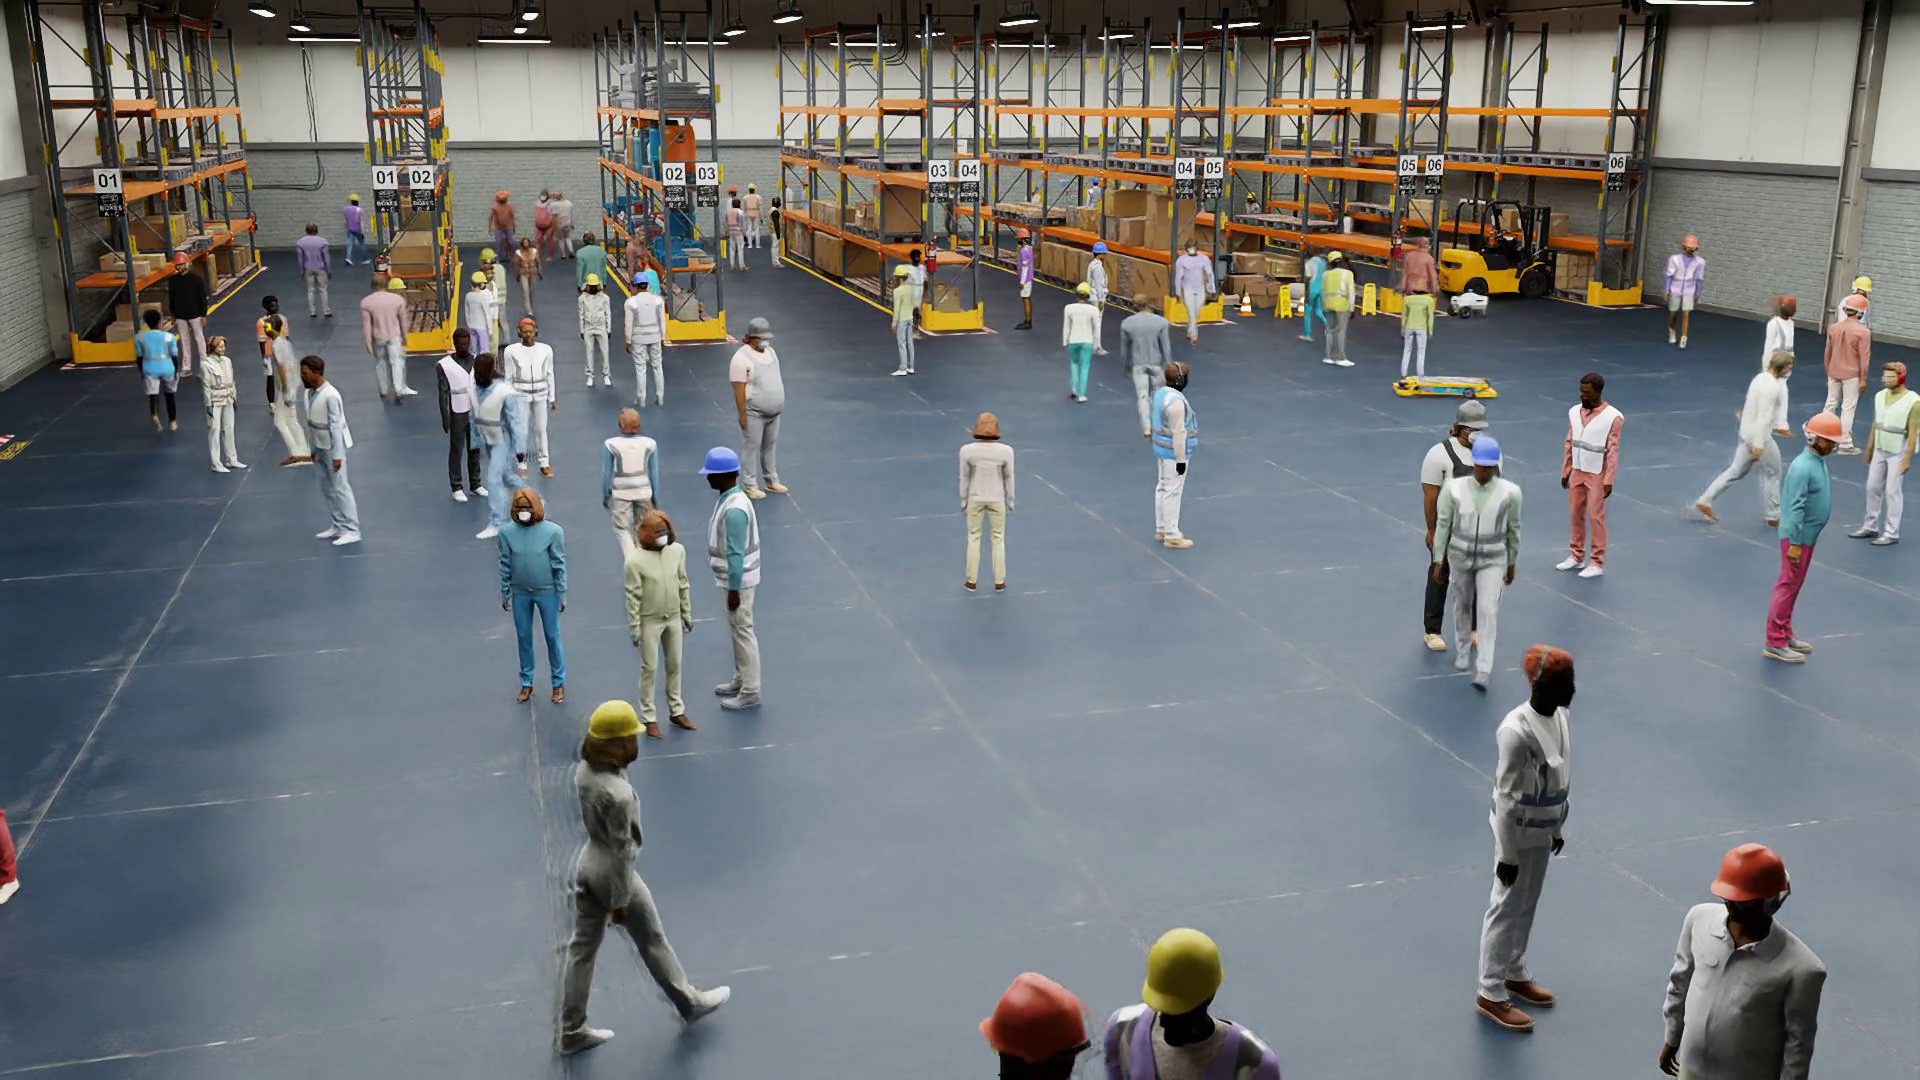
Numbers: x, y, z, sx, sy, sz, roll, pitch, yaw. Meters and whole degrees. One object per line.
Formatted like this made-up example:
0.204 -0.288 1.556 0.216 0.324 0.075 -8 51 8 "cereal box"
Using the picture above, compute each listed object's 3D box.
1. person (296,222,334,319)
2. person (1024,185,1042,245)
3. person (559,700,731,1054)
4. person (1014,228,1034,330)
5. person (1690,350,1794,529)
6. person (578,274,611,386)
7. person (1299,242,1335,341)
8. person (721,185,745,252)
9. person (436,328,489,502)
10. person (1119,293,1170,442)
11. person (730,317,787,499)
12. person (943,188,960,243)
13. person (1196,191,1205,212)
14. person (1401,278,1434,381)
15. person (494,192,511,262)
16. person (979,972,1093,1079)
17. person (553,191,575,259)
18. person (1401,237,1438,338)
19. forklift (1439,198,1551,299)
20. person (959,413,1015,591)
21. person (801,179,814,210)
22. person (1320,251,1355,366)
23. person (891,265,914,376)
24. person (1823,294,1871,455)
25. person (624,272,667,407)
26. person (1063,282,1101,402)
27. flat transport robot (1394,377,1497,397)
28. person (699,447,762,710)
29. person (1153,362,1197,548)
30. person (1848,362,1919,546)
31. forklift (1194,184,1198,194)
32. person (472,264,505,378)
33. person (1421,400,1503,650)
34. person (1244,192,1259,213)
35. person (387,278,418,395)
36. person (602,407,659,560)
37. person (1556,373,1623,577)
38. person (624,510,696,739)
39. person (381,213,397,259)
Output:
-13.007 -5.430 33.568 0.635 1.936 0.355 -2 15 -7 "person"
2.152 -9.539 49.052 0.627 1.924 0.687 8 17 28 "person"
-1.533 1.544 7.778 0.865 1.706 0.492 -12 19 -38 "person"
1.226 -5.018 32.015 0.379 1.938 0.547 3 15 13 "person"
8.201 -1.049 17.216 0.919 1.894 0.683 3 15 11 "person"
-5.651 -3.256 25.773 0.485 1.737 0.322 -3 15 -9 "person"
6.544 -4.518 30.366 0.551 1.818 0.640 -11 18 -35 "person"
-6.664 -9.290 48.134 0.709 1.920 0.561 -4 15 -16 "person"
-5.496 -1.398 18.435 0.370 1.915 0.597 12 19 38 "person"
2.411 -2.281 21.804 0.660 1.890 0.861 0 15 1 "person"
-2.208 -1.483 18.517 0.535 2.000 0.684 10 18 32 "person"
-0.270 -10.023 51.057 0.555 1.829 0.407 5 16 17 "person"
6.986 -9.280 48.437 0.384 1.740 0.581 1 15 4 "person"
7.177 -3.288 26.110 0.511 1.627 0.289 9 17 31 "person"
-12.372 -8.496 45.211 0.391 1.890 0.664 0 15 0 "person"
0.284 2.204 4.697 0.787 2.020 0.611 14 20 42 "person"
-11.007 -8.707 46.062 0.441 1.858 0.709 14 20 43 "person"
8.590 -4.699 30.988 1.026 1.851 0.676 -10 18 -33 "person"
11.913 -6.508 37.130 2.313 2.155 1.214 -4 15 -15 "forklift"
0.243 -0.339 15.008 0.499 1.627 0.272 1 15 3 "person"
-4.766 -10.258 51.757 0.375 1.931 0.554 8 17 28 "person"
6.365 -3.867 27.811 0.766 1.877 0.411 13 20 40 "person"
-0.931 -3.521 26.712 0.315 1.769 0.524 9 17 30 "person"
11.088 -2.067 20.799 0.375 1.997 0.608 -6 16 -22 "person"
-4.532 -2.884 23.983 0.602 1.939 0.397 -7 17 -26 "person"
1.808 -2.917 24.478 0.544 1.743 0.629 4 15 15 "person"
7.302 -2.317 25.046 1.431 0.197 0.652 2 15 9 "flat transport robot"
-1.663 0.269 12.130 0.420 1.937 0.608 -4 15 -14 "person"
2.133 -0.850 16.518 0.429 1.843 0.633 -2 15 -8 "person"
9.295 -0.863 16.587 0.413 1.835 0.578 -3 15 -12 "person"
7.392 -11.333 53.972 1.873 2.768 1.129 -4 15 -15 "forklift"
-7.481 -3.449 26.325 0.410 1.831 0.569 5 16 17 "person"
4.072 -0.119 13.383 0.685 2.000 0.538 -4 15 -15 "person"
8.326 -9.074 47.652 0.484 1.744 0.296 14 20 42 "person"
-8.436 -3.068 25.049 0.306 1.745 0.483 -10 18 -32 "person"
-2.986 -0.394 15.204 0.520 1.626 0.577 -7 16 -24 "person"
5.882 -0.620 15.537 0.400 1.907 0.599 -8 17 -26 "person"
-2.092 0.574 11.576 0.287 1.624 0.509 14 21 43 "person"
-15.832 -8.718 46.127 0.429 1.844 0.627 -10 18 -32 "person"
